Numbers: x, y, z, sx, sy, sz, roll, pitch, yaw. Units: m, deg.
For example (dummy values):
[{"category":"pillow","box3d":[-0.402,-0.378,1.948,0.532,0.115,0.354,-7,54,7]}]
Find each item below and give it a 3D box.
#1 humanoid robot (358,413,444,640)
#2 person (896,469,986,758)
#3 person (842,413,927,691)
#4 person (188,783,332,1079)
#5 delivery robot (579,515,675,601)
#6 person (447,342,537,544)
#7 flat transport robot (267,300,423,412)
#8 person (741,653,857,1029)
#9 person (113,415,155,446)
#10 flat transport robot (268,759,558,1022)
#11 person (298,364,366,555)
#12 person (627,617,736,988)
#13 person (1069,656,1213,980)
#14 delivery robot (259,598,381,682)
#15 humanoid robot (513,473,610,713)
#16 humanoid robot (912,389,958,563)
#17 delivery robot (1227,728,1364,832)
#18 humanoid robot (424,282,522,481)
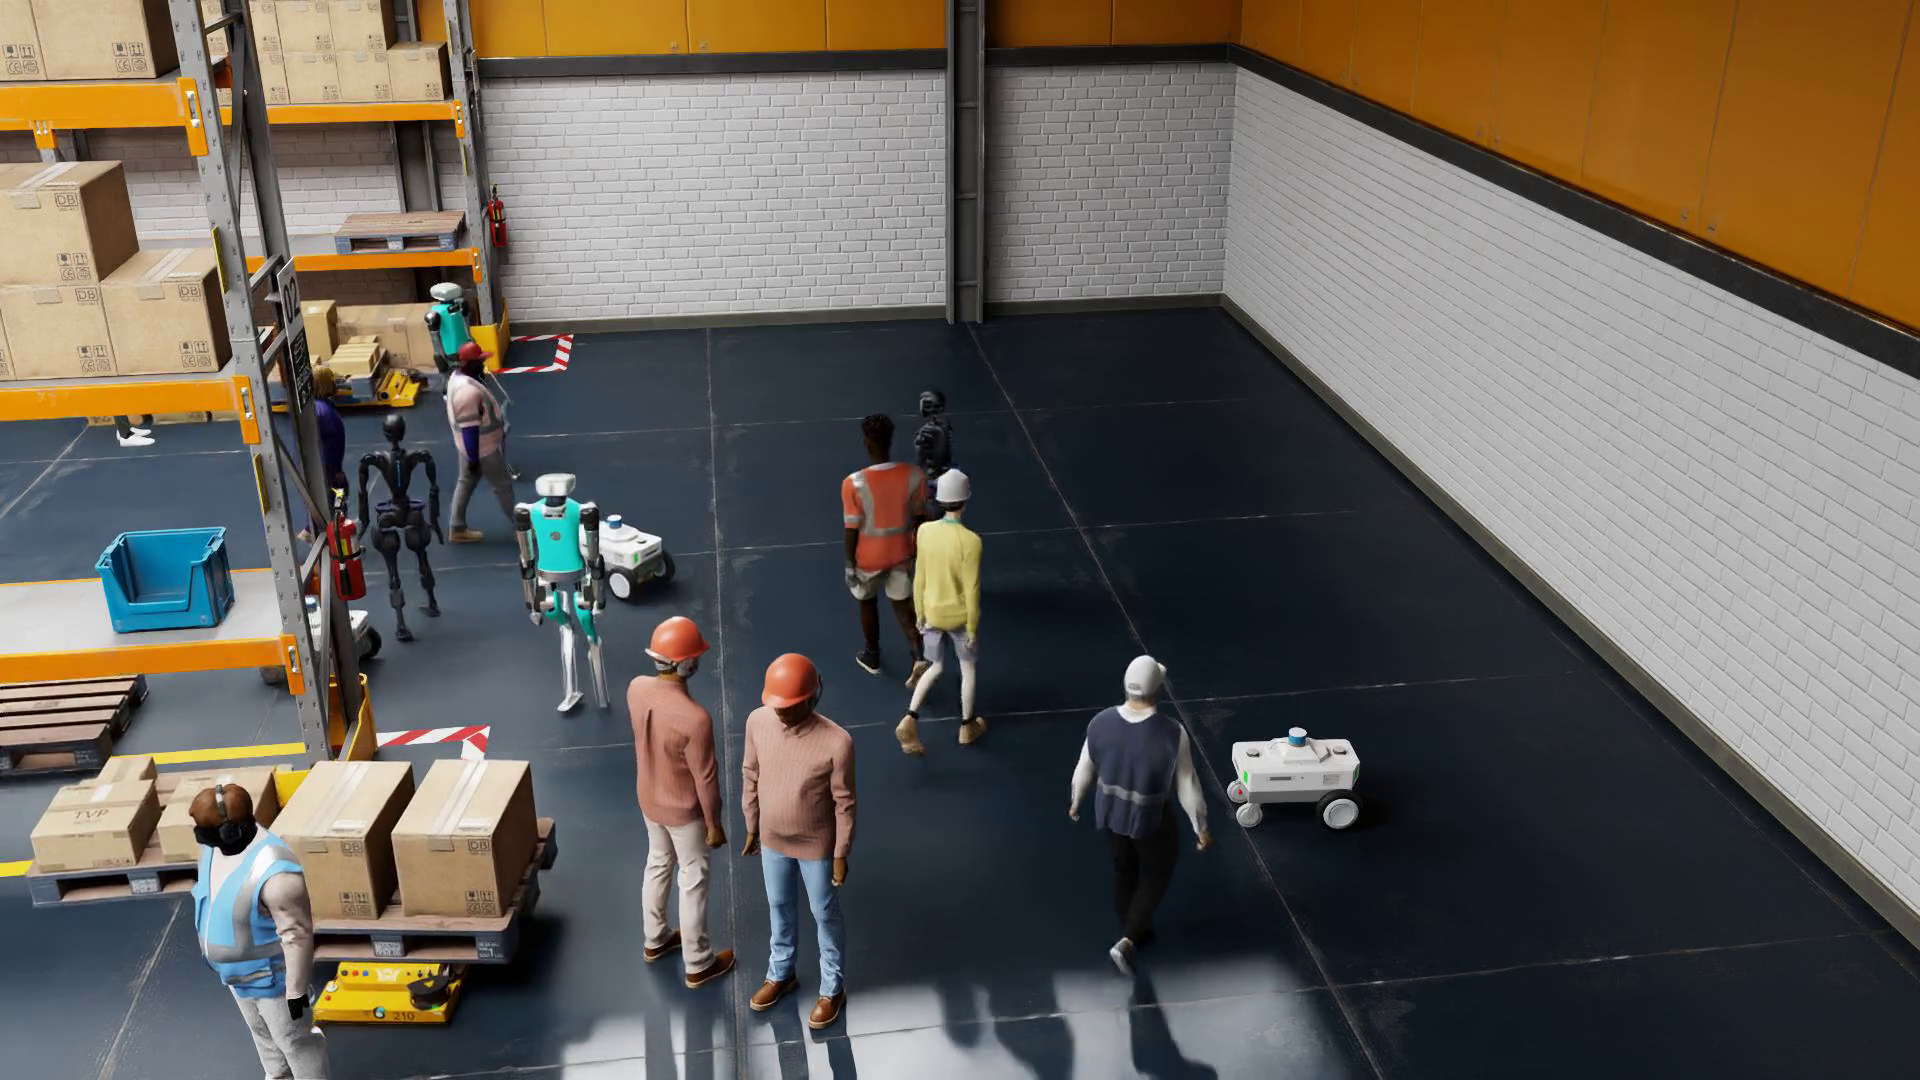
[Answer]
[{"category":"humanoid robot","box3d":[-4.033,-0.122,11.953,0.600,1.644,0.517,-8,25,-18]},{"category":"person","box3d":[-0.124,0.493,10.307,0.475,1.865,0.718,14,27,28]},{"category":"person","box3d":[-0.474,0.099,11.112,0.615,1.932,0.798,-11,26,-24]},{"category":"person","box3d":[-3.037,1.855,7.218,0.633,1.839,0.429,18,29,35]},{"category":"delivery robot","box3d":[-2.607,0.117,12.794,0.784,0.609,0.499,14,27,29]},{"category":"person","box3d":[-3.808,-0.772,13.367,0.832,1.714,0.602,-10,26,-21]},{"category":"flat transport robot","box3d":[-6.229,-1.509,16.834,1.431,0.231,0.659,-3,24,-8]},{"category":"person","box3d":[-0.780,1.429,7.999,0.609,1.994,0.376,11,26,23]},{"category":"person","box3d":[-7.874,-1.795,15.504,0.327,1.865,0.515,-12,26,-25]},{"category":"flat transport robot","box3d":[-2.834,2.015,8.806,0.659,0.231,1.431,1,24,1]},{"category":"person","box3d":[-4.984,-0.604,13.095,0.456,1.605,0.462,-13,27,-27]},{"category":"person","box3d":[-1.384,1.296,8.321,0.613,1.984,0.417,20,31,38]},{"category":"person","box3d":[0.888,1.398,8.367,0.760,1.739,0.576,12,26,26]},{"category":"delivery robot","box3d":[-4.434,0.690,11.474,0.789,0.598,0.499,0,24,0]},{"category":"humanoid robot","box3d":[-2.531,0.351,10.829,0.535,1.835,0.714,-1,24,-3]},{"category":"humanoid robot","box3d":[-0.178,-0.333,12.400,0.341,1.645,0.590,11,26,23]},{"category":"delivery robot","box3d":[2.006,1.405,9.864,0.803,0.614,0.499,-1,24,-3]},{"category":"humanoid robot","box3d":[-4.201,-1.327,14.706,0.809,1.873,0.543,8,25,17]}]
